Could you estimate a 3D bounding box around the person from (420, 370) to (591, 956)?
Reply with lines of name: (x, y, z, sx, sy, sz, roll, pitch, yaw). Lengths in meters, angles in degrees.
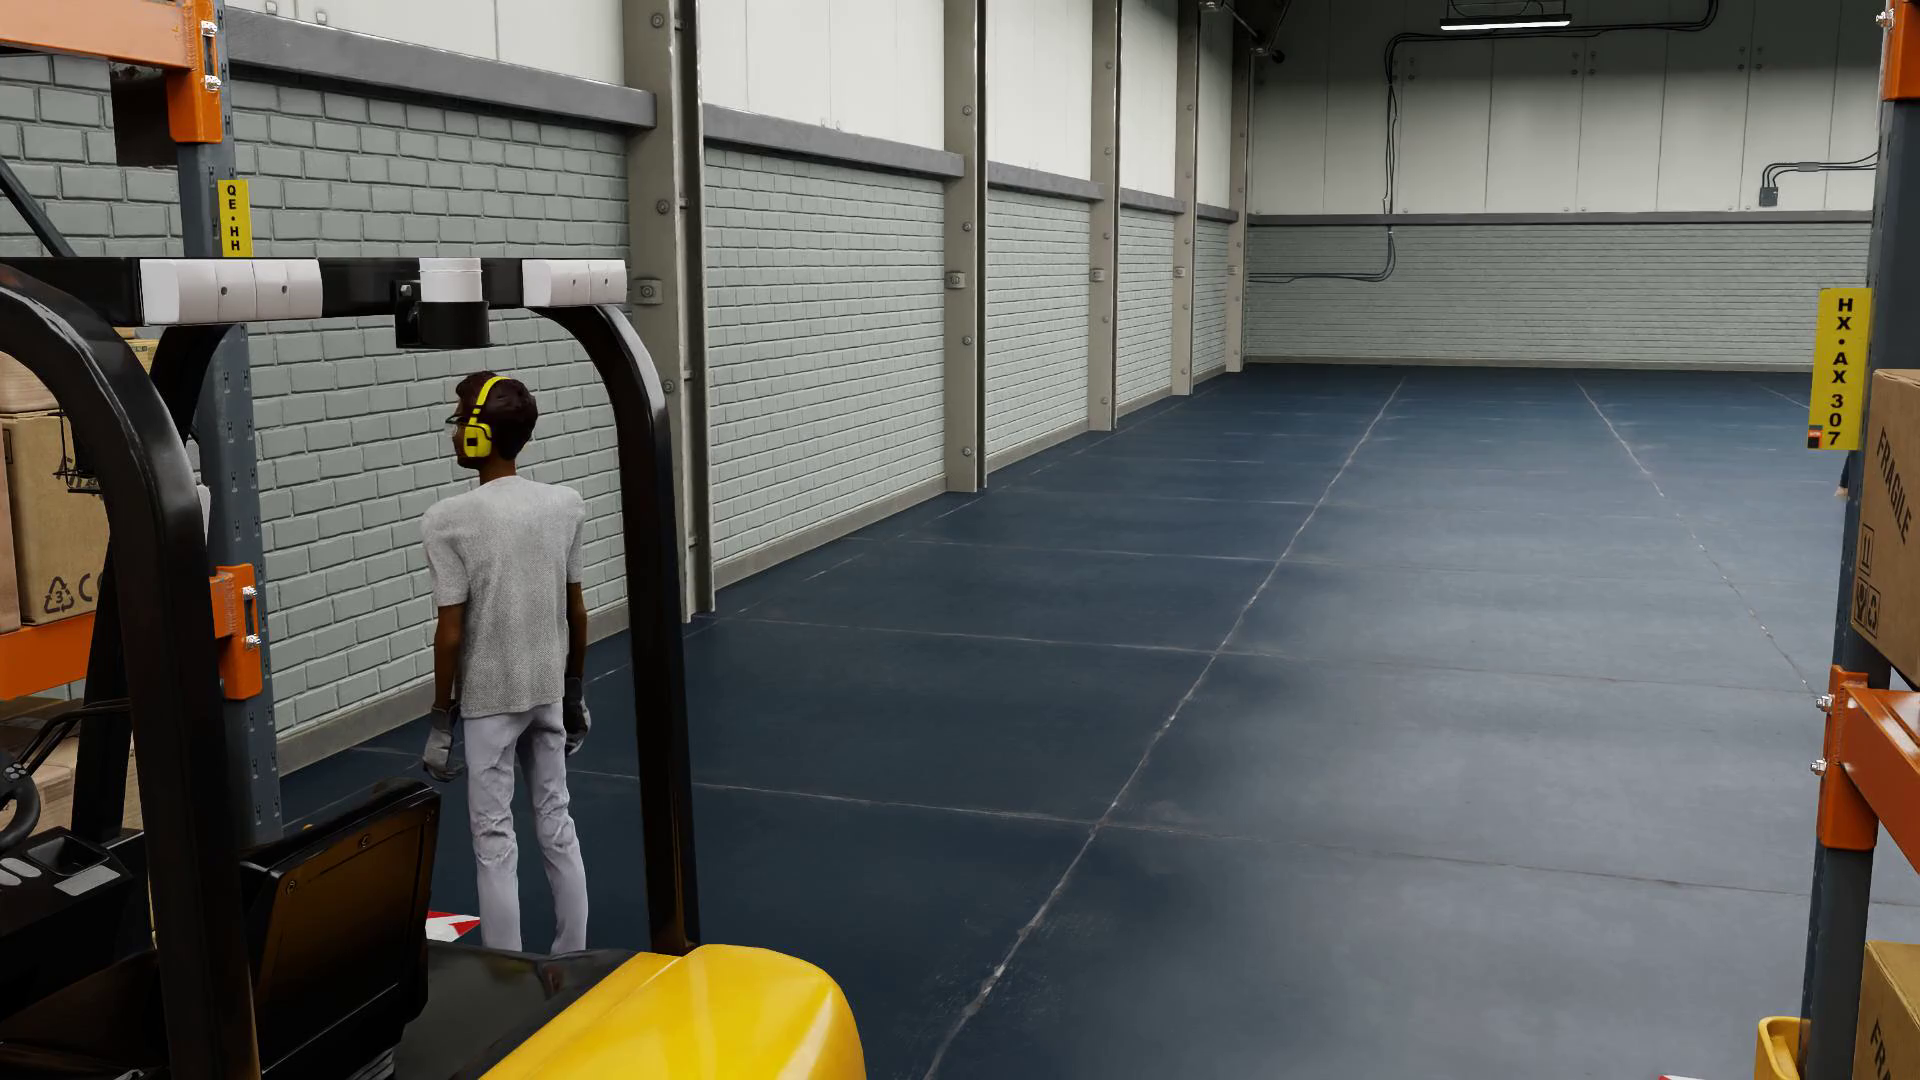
person: (-1.270, 0.465, 4.665, 0.328, 1.877, 0.514, 8, 13, 41)

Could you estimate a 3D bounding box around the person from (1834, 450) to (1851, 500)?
person: (8.163, -1.311, 14.744, 0.555, 2.000, 0.738, 3, 10, 16)
